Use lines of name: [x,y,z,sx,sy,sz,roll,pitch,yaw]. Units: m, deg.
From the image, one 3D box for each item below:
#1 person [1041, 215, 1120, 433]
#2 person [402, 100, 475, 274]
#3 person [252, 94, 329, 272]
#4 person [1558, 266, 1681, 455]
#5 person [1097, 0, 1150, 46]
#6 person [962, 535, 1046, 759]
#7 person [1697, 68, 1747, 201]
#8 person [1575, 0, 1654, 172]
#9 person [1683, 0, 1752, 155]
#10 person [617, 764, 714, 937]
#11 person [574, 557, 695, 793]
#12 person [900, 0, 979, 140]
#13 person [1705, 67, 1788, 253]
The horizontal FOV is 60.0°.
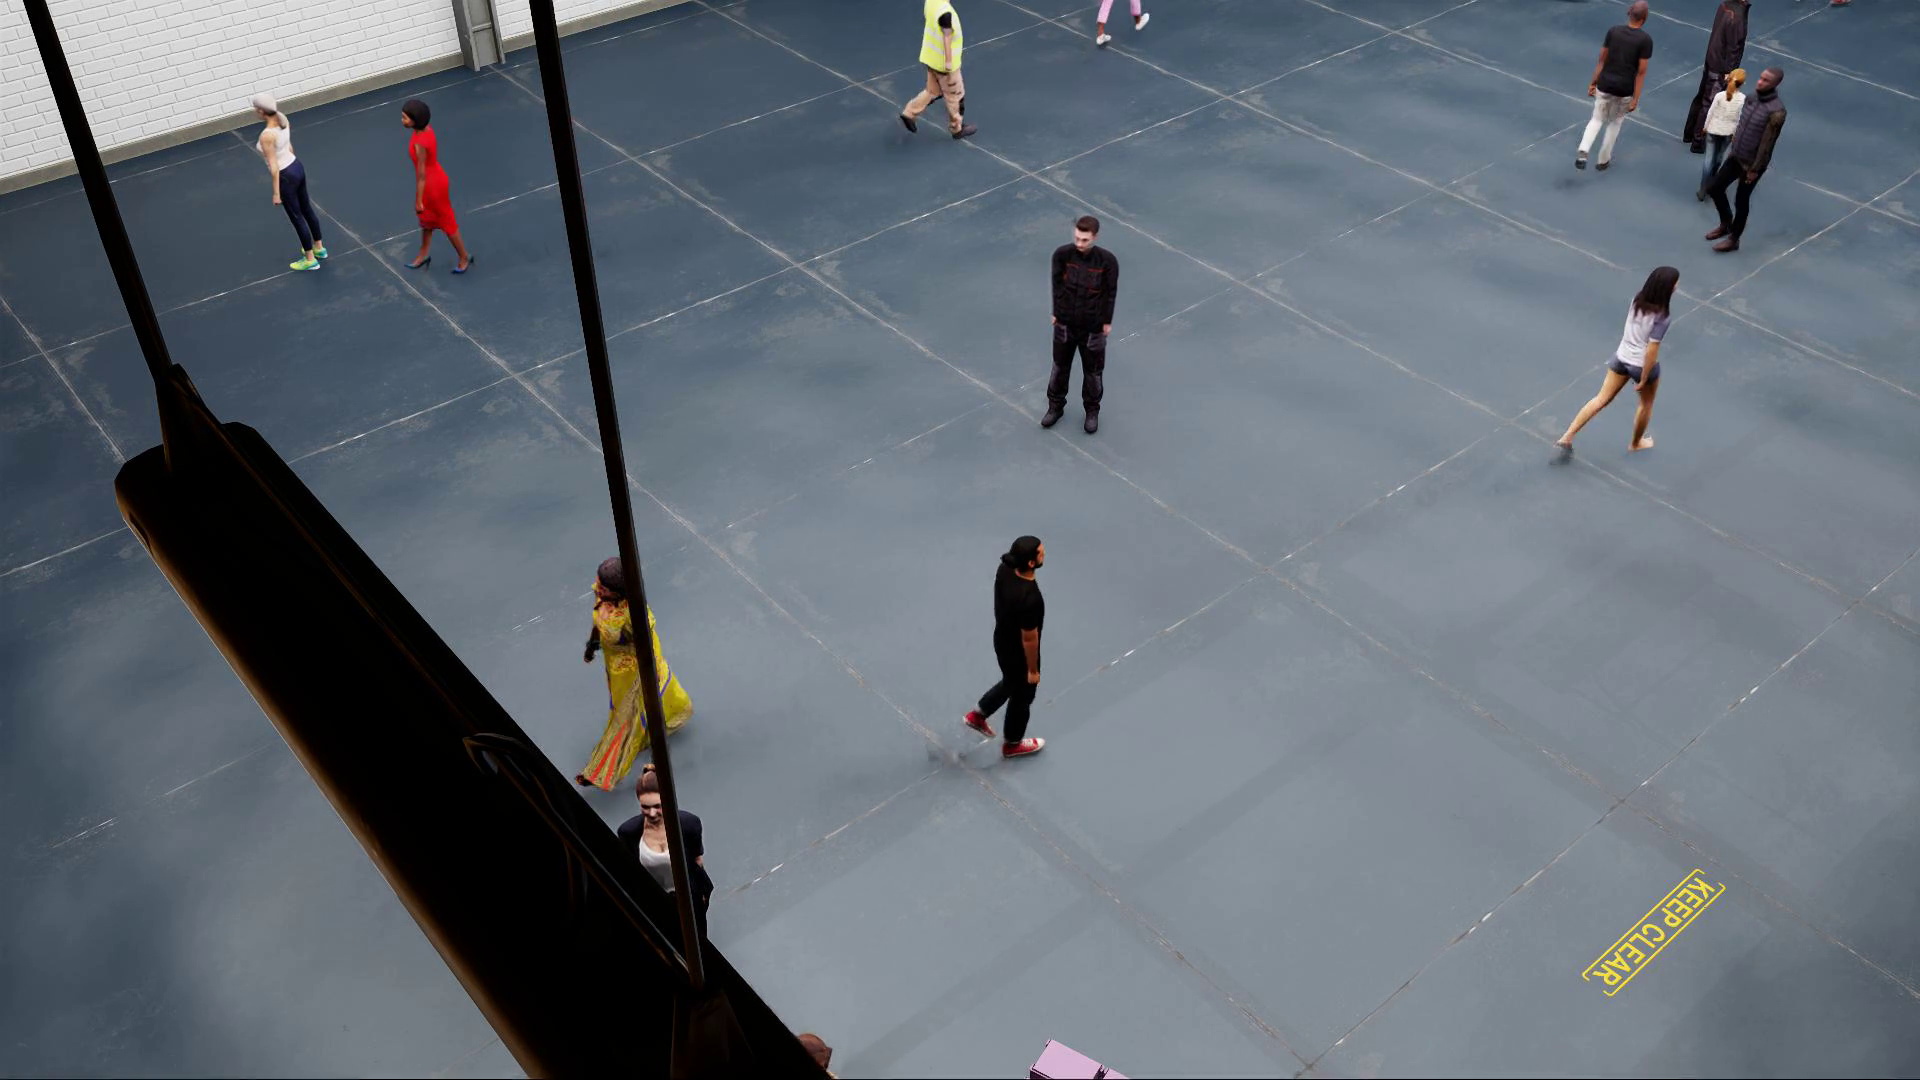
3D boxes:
person: [0.958,-1.744,13.250,0.784,1.910,0.796,11,40,13]
person: [-4.737,-3.207,15.230,0.977,1.726,0.827,-9,39,-11]
person: [-6.204,-3.326,15.395,0.737,1.707,0.672,4,39,5]
person: [5.164,-1.349,12.924,1.176,1.701,0.818,-15,41,-18]
person: [1.860,-6.678,19.604,0.800,1.690,1.204,26,45,29]
person: [0.279,0.693,10.329,0.879,1.748,0.792,-9,40,-12]
person: [7.584,-4.023,16.594,0.725,1.297,0.860,10,40,12]
person: [6.598,-4.535,16.847,0.983,1.783,0.777,-31,48,-33]
person: [7.925,-4.966,17.343,0.835,1.837,0.777,3,39,4]
person: [-1.569,1.858,8.921,0.668,1.684,0.777,-6,39,-7]
person: [-1.975,0.717,10.404,1.202,1.616,0.833,-24,44,-27]
person: [-0.237,-5.050,17.461,1.153,1.823,0.900,-14,41,-17]
person: [7.465,-3.559,15.593,0.802,1.821,0.810,-11,40,-13]
